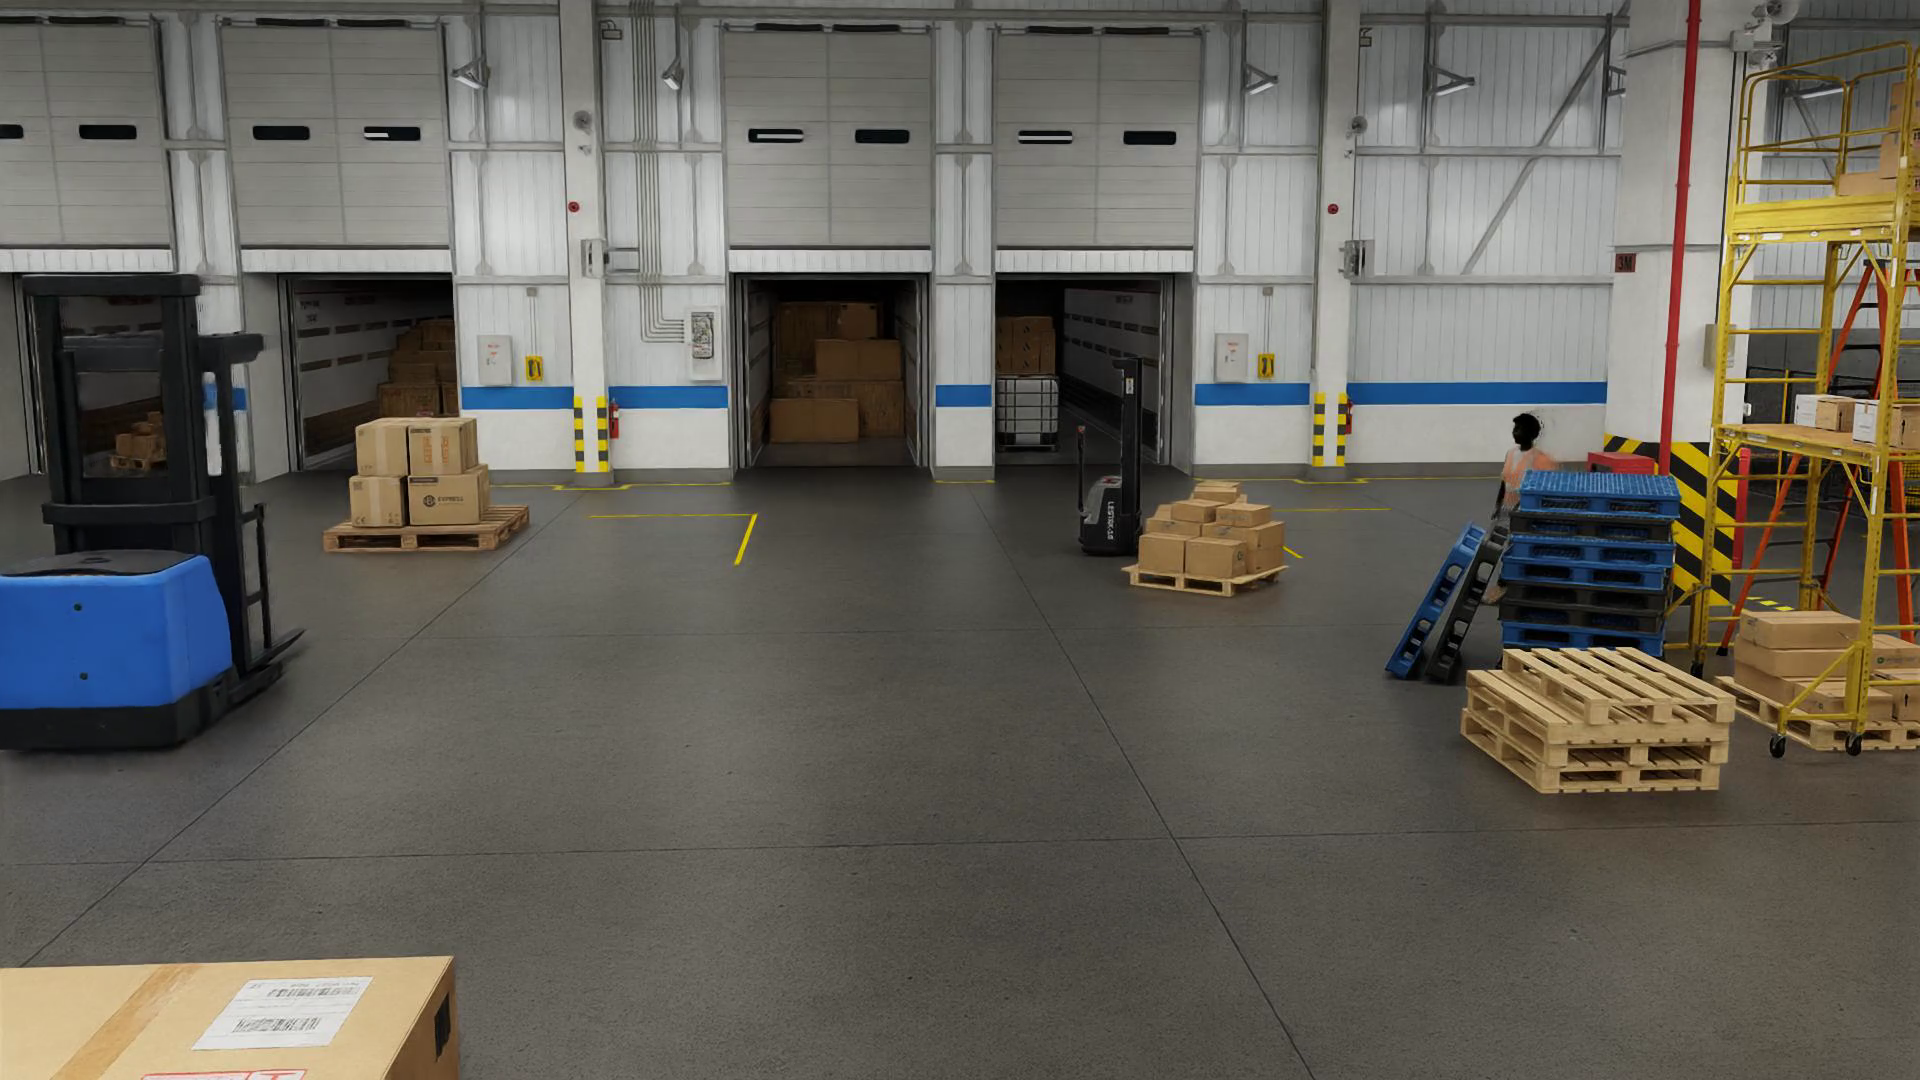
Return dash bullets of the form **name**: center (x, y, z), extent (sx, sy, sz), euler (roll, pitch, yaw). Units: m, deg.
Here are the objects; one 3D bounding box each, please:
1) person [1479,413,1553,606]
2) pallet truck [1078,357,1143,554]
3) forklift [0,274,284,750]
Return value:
- **person**: center (4.846, -0.265, 14.256), extent (0.888, 1.652, 0.540), euler (-2, 9, -14)
- **pallet truck**: center (2.088, -0.836, 16.757), extent (1.885, 1.965, 0.823), euler (2, 9, 13)
- **forklift**: center (-5.188, -0.260, 10.380), extent (1.129, 2.768, 1.873), euler (-1, 9, -4)
